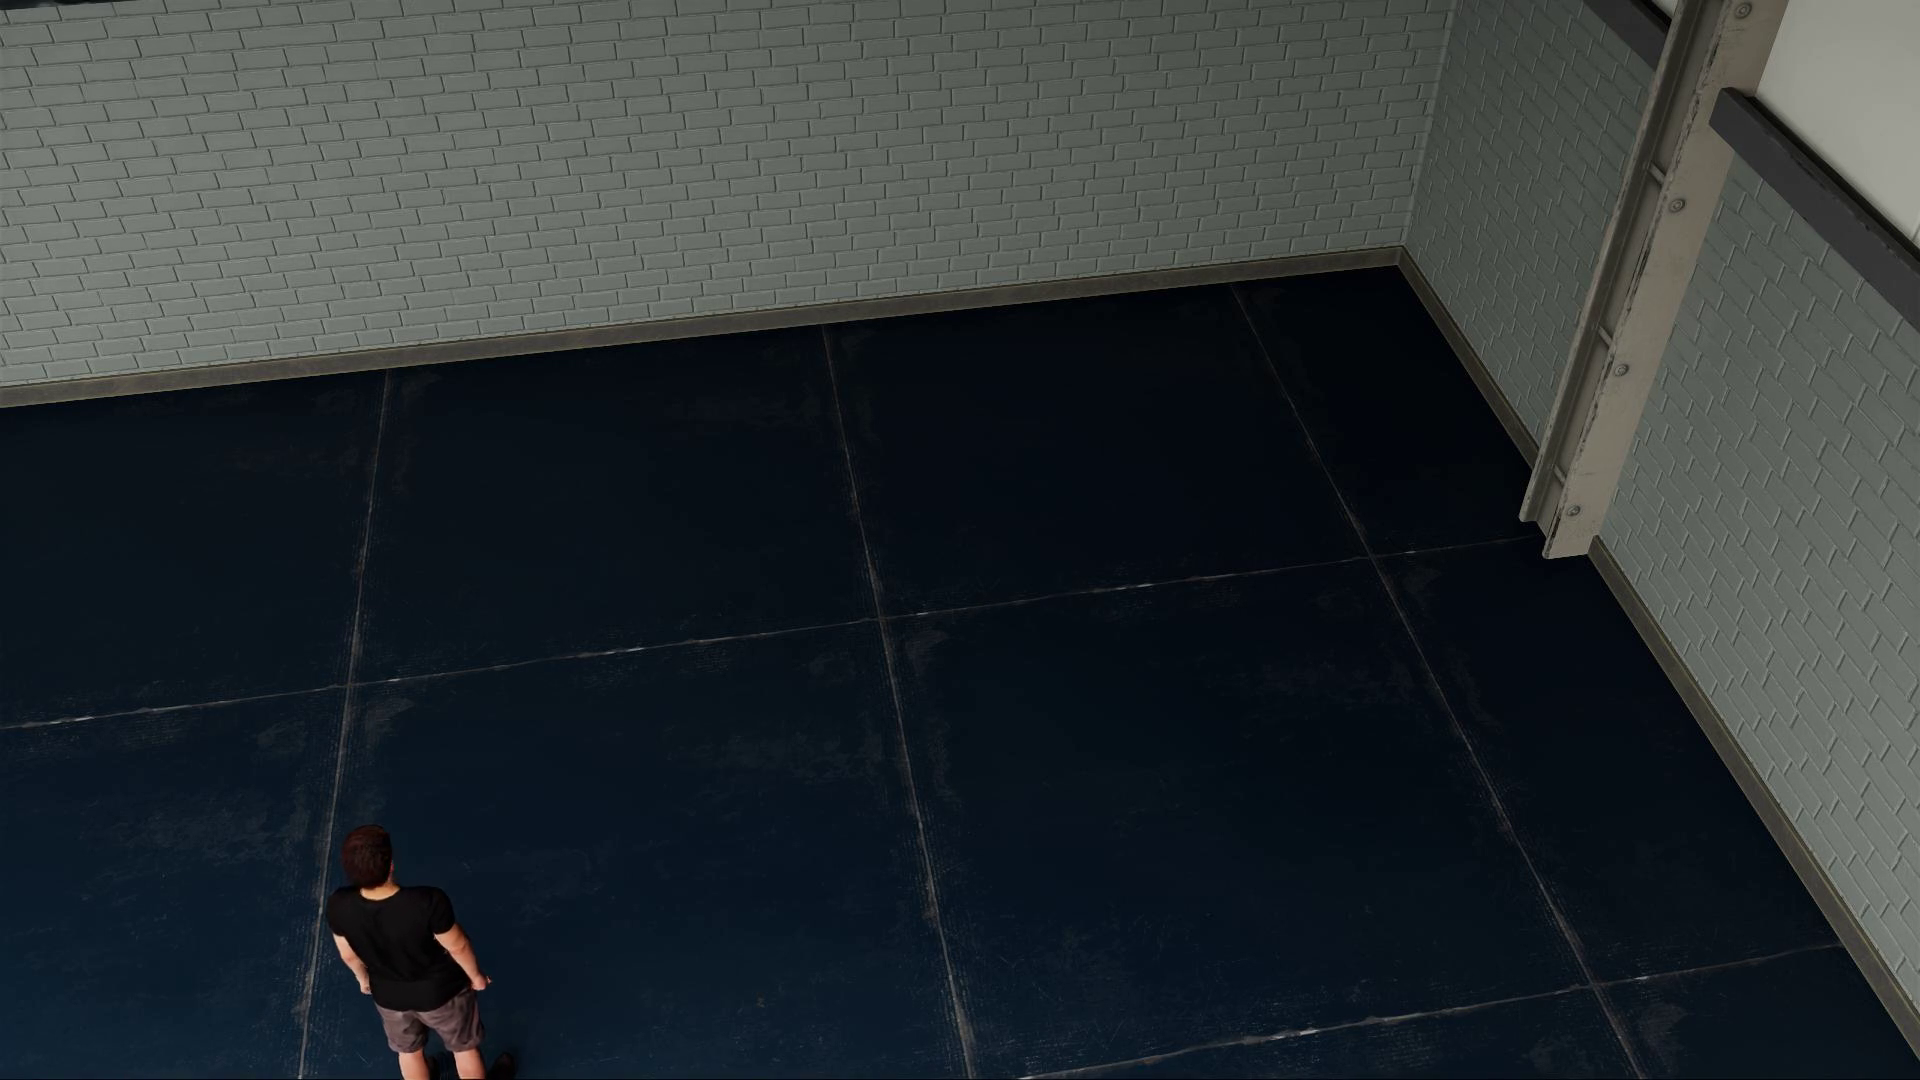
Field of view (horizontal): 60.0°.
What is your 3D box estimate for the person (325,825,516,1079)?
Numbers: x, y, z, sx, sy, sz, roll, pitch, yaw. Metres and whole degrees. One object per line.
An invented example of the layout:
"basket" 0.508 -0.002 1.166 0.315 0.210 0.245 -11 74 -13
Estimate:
"person" -2.243 1.827 6.849 0.711 1.858 0.608 0 43 0
